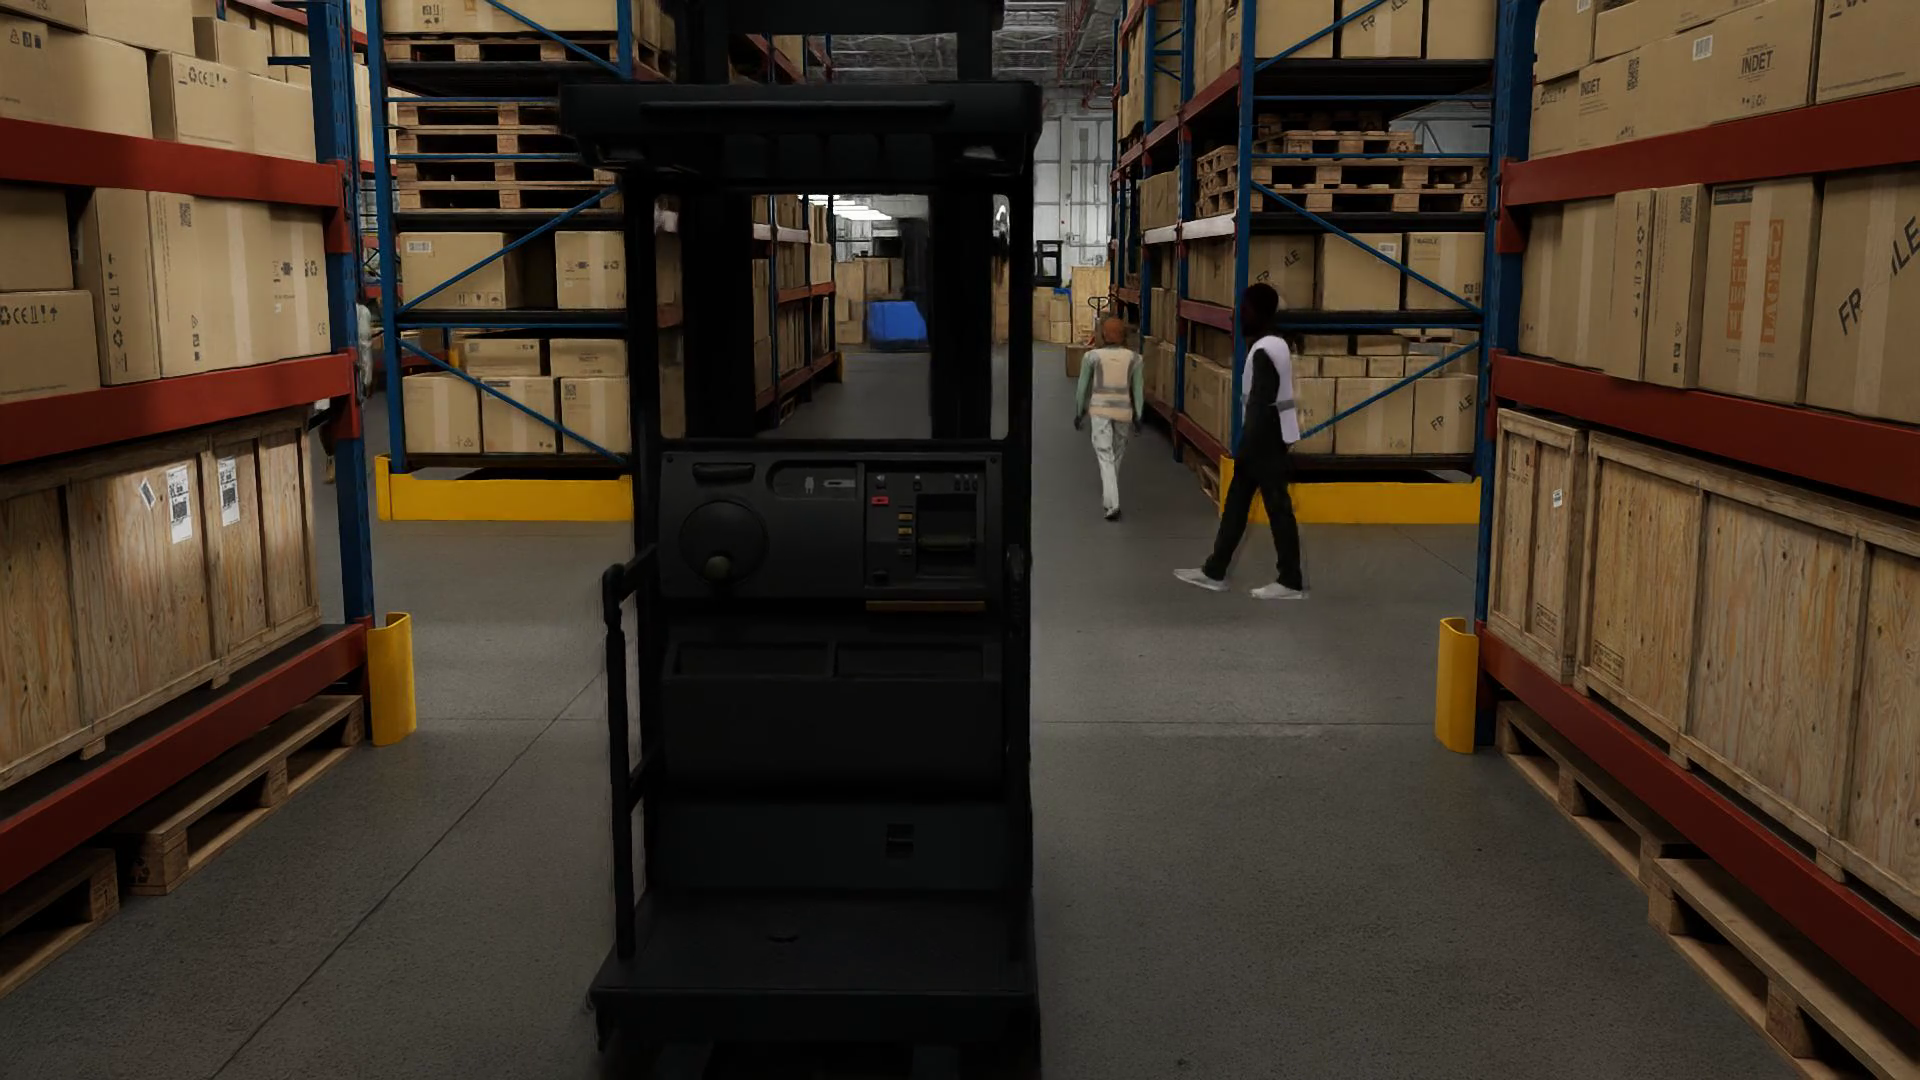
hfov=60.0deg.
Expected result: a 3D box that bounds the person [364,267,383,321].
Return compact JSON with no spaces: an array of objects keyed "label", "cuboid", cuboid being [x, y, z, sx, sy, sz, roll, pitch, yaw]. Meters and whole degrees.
[{"label":"person","cuboid":[-19.307,-8.036,54.697,0.609,1.873,0.986,6,11,31]}]

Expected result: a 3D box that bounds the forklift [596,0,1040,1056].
[{"label":"forklift","cuboid":[-0.340,-0.218,4.870,1.129,2.768,1.873,0,9,1]}]

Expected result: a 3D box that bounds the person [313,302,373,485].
[{"label":"person","cuboid":[-5.579,-1.469,14.934,0.605,2.028,0.446,-2,10,-12]}]

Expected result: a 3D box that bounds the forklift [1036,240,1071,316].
[{"label":"forklift","cuboid":[3.266,-9.539,60.701,1.129,2.768,1.873,-3,10,-19]}]

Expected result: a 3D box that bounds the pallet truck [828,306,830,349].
[{"label":"pallet truck","cuboid":[-3.100,-3.940,29.800,1.885,1.965,0.823,3,10,19]}]

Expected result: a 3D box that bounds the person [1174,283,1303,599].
[{"label":"person","cuboid":[1.683,-0.580,9.994,0.883,1.885,0.620,2,10,11]}]

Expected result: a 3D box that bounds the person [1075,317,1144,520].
[{"label":"person","cuboid":[1.201,-0.969,13.234,0.523,1.596,0.871,-1,10,-8]}]

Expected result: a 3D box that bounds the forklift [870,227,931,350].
[{"label":"forklift","cuboid":[-1.061,-5.825,38.457,1.873,2.768,1.129,-4,10,-20]}]
